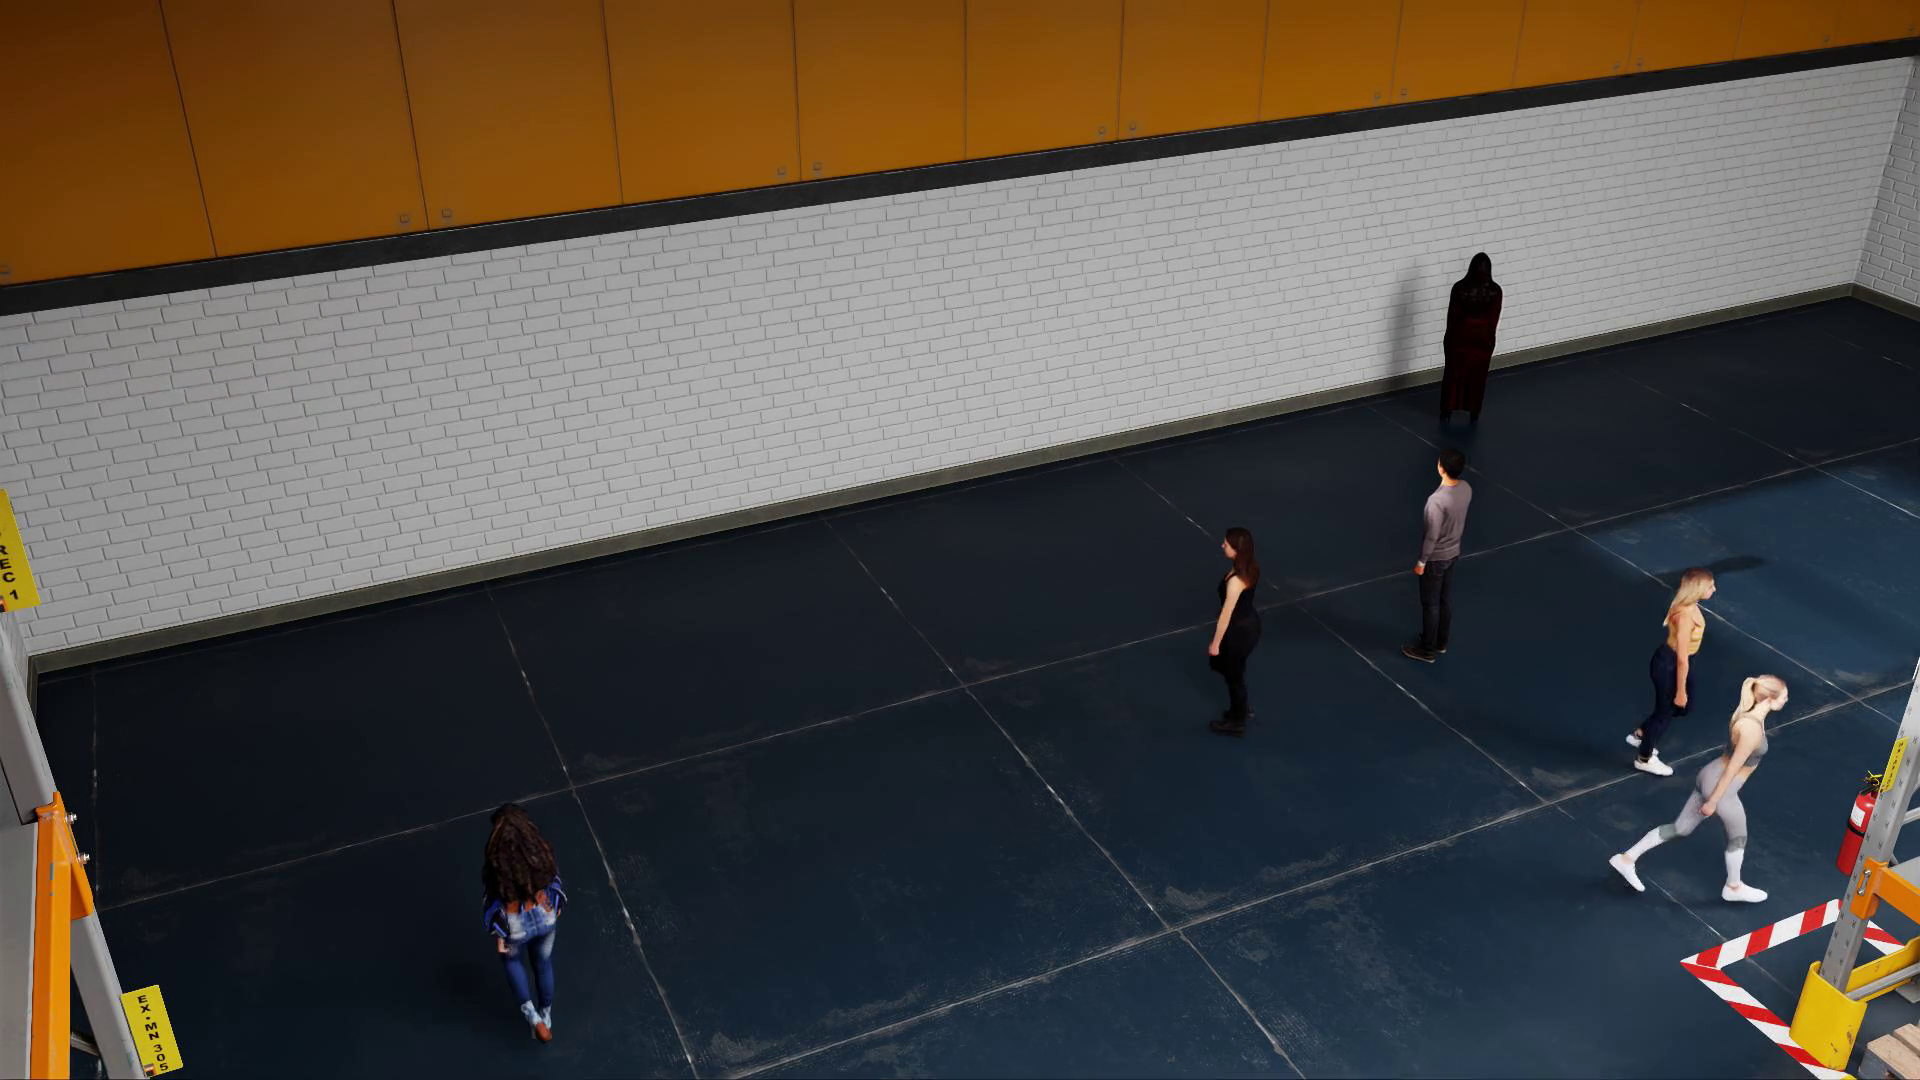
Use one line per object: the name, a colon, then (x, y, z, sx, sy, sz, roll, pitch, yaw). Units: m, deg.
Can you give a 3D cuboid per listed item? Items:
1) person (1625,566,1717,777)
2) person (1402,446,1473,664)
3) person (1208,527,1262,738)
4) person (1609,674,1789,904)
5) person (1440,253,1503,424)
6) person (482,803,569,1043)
person: (4.777, 0.888, 11.354, 0.742, 1.619, 0.691, 15, 32, 25)
person: (3.644, 0.112, 12.623, 0.641, 1.766, 0.711, -13, 31, -23)
person: (2.017, 0.684, 11.665, 0.760, 1.678, 0.697, 10, 30, 18)
person: (4.523, 1.537, 10.139, 1.118, 1.642, 1.156, 7, 29, 13)
person: (5.062, -1.991, 16.493, 0.767, 1.752, 0.793, 5, 29, 9)
person: (-2.342, 2.133, 9.080, 0.615, 1.610, 0.630, -14, 32, -24)
